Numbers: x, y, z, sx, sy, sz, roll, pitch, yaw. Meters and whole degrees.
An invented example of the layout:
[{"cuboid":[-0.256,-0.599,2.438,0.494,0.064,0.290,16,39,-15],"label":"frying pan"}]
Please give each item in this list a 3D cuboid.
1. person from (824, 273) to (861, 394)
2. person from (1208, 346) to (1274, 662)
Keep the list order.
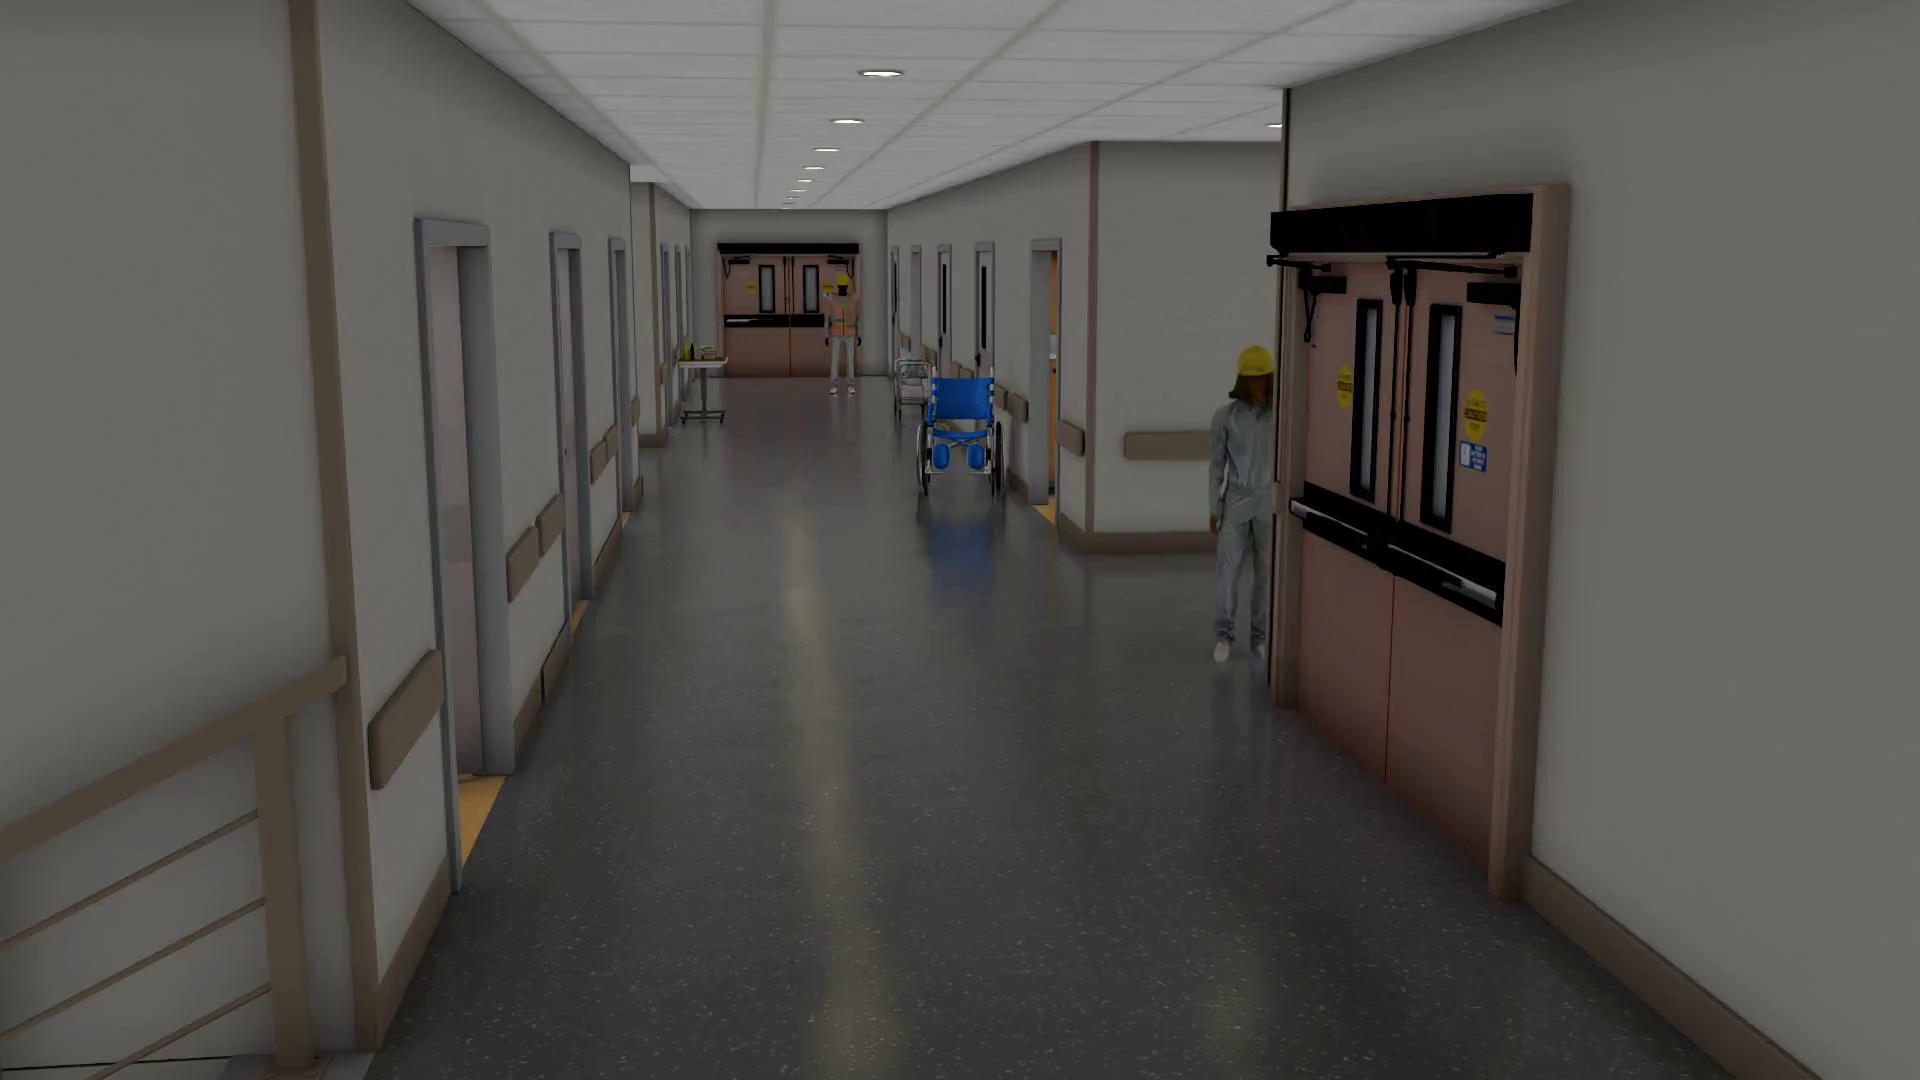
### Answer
[{"cuboid":[-1.860,-3.281,26.476,0.594,1.922,0.387,-1,10,-7],"label":"person"},{"cuboid":[1.590,-0.180,9.011,0.505,1.731,0.378,0,10,0],"label":"person"}]
